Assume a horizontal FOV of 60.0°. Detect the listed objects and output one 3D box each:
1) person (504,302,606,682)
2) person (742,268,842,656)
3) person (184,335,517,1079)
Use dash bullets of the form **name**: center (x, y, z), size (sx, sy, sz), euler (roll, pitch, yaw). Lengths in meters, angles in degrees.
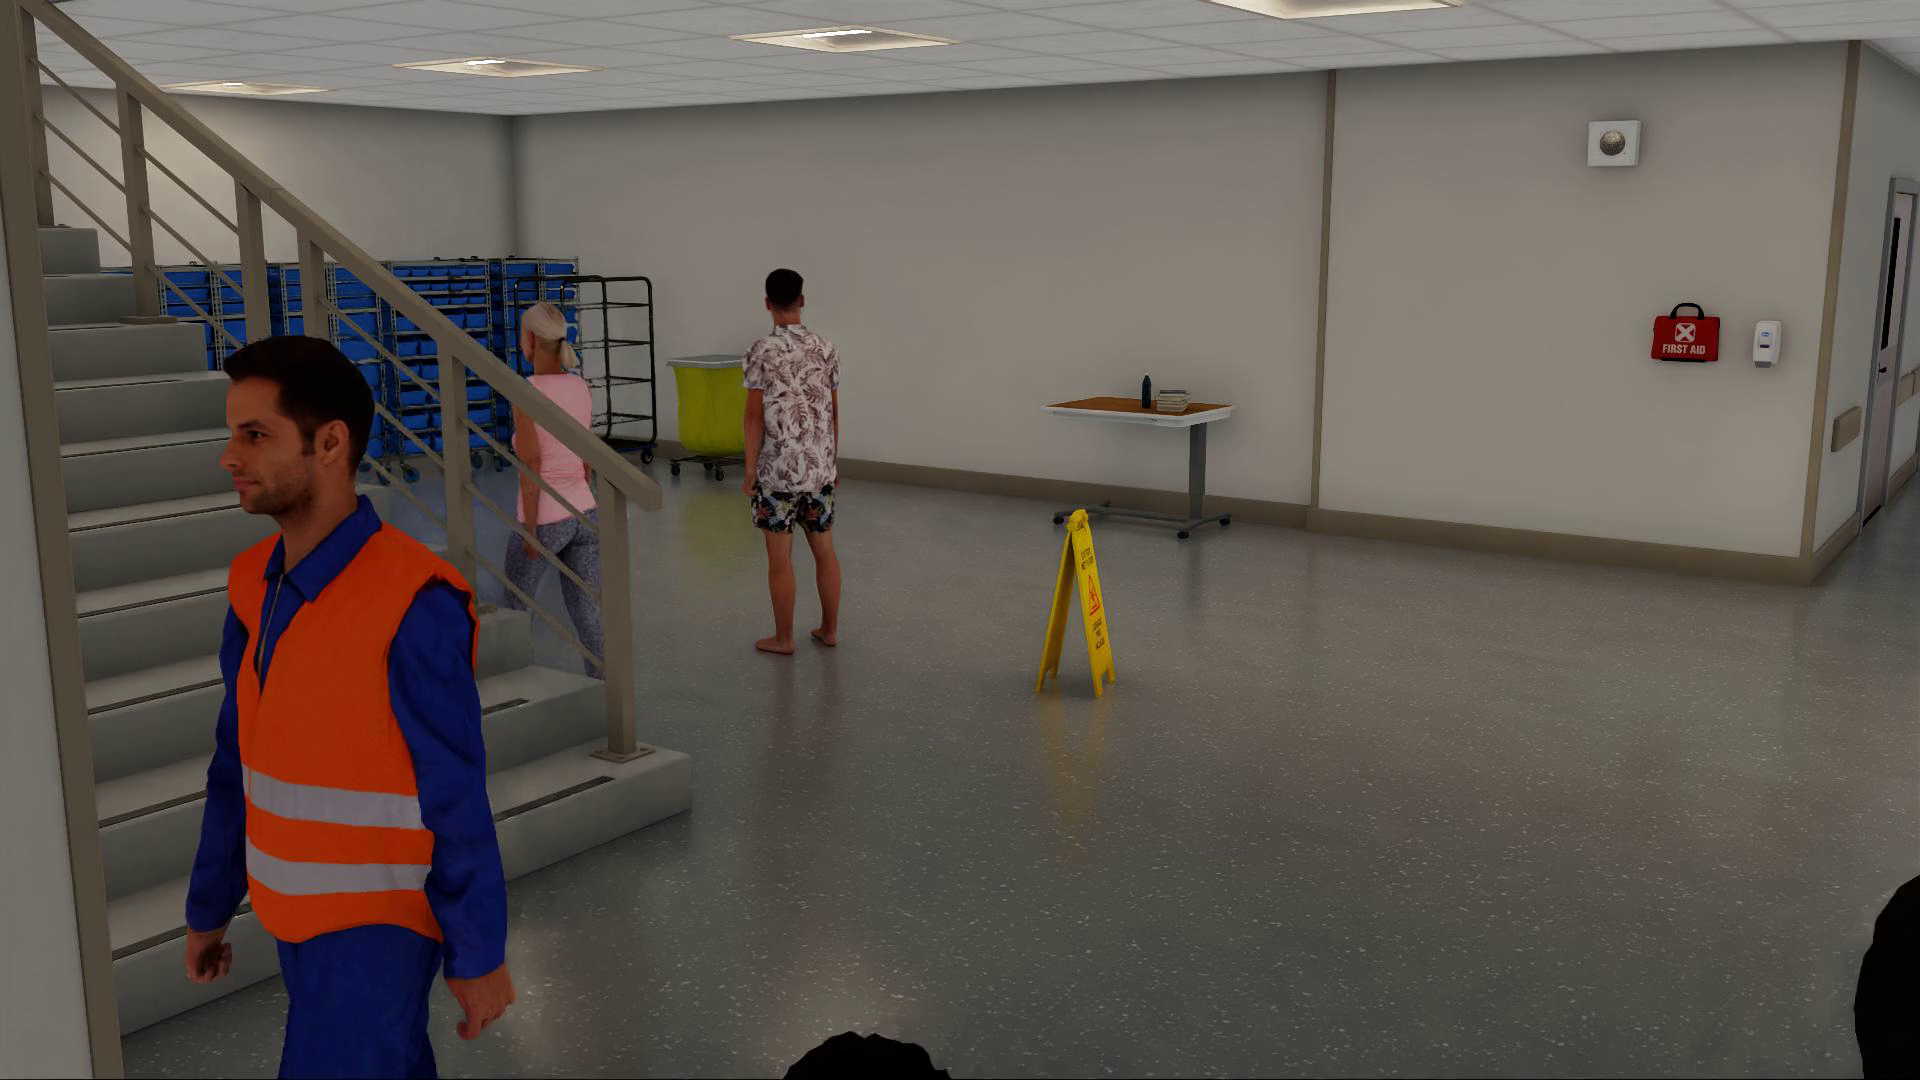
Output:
- **person**: center (-1.517, -0.042, 6.471), size (1.032, 1.697, 0.631), euler (9, 14, 39)
- **person**: center (-0.782, -0.372, 7.895), size (0.735, 1.814, 0.700), euler (-7, 13, -33)
- **person**: center (-0.877, 0.602, 2.664), size (0.635, 1.851, 0.790), euler (8, 13, 36)
